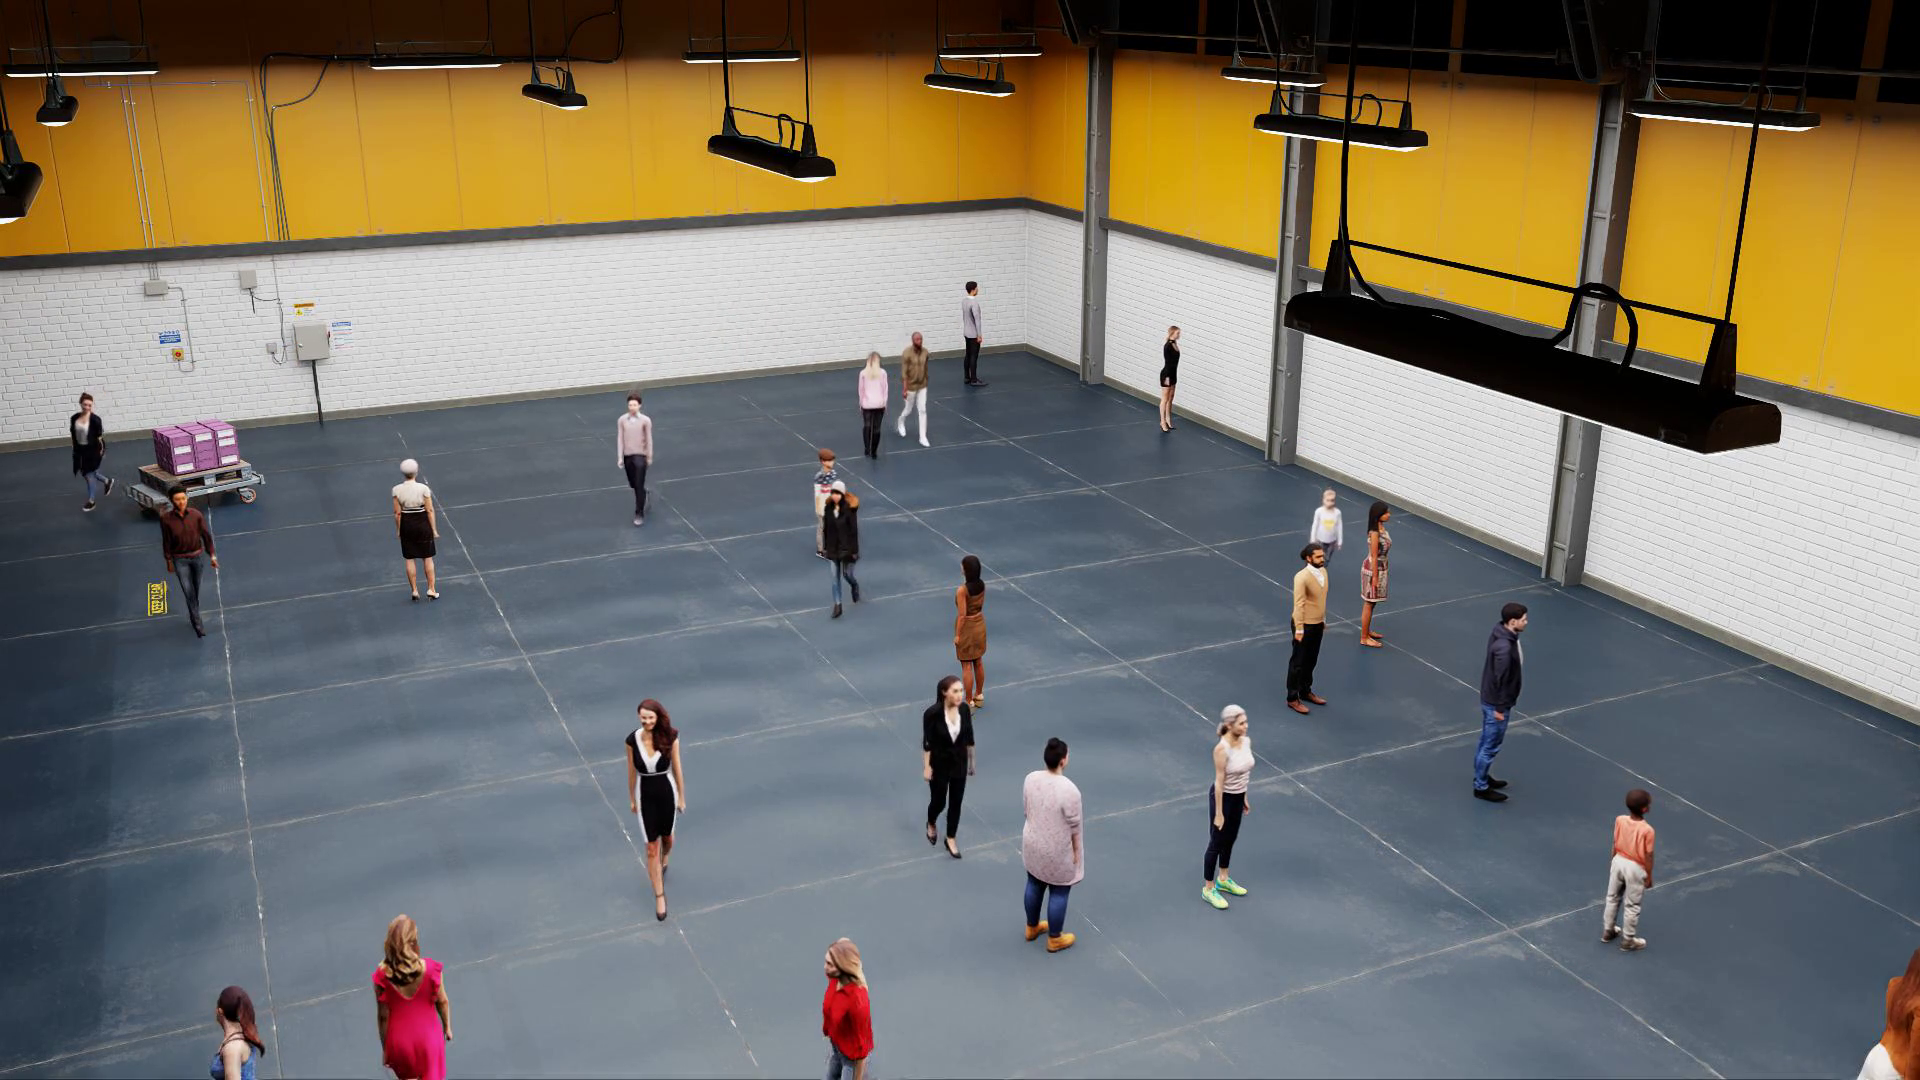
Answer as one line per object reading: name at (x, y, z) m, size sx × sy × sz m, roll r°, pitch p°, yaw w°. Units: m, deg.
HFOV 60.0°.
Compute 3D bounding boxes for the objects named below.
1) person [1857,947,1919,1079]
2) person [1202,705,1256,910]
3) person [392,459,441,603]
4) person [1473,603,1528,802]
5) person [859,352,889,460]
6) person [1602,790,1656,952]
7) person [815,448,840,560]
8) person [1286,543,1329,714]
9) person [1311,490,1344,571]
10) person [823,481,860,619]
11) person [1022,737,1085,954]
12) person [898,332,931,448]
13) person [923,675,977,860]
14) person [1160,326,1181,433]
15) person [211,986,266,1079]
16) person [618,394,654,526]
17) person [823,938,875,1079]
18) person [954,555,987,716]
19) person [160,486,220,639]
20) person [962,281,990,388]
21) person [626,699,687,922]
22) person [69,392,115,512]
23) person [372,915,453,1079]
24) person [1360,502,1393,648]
person at (5.591, 3.225, 10.071) m, size 0.797 × 1.704 × 0.696 m, roll 0°, pitch 19°, yaw 0°
person at (2.153, 2.108, 13.389) m, size 0.663 × 1.702 × 0.681 m, roll 16°, pitch 24°, yaw 39°
person at (-6.507, -0.107, 19.887) m, size 0.699 × 1.753 × 0.649 m, roll -2°, pitch 19°, yaw -5°
person at (4.864, 1.441, 15.079) m, size 0.814 × 1.887 × 0.722 m, roll 4°, pitch 19°, yaw 12°
person at (-1.338, -2.072, 25.858) m, size 0.713 × 1.667 × 0.748 m, roll 0°, pitch 19°, yaw 0°
person at (5.145, 2.521, 12.779) m, size 0.584 × 1.309 × 0.446 m, roll -13°, pitch 22°, yaw -33°
person at (-1.719, -0.490, 21.512) m, size 0.573 × 1.441 × 0.586 m, roll 17°, pitch 25°, yaw 41°
person at (3.557, 0.869, 16.988) m, size 0.717 × 1.754 × 0.737 m, roll 17°, pitch 25°, yaw 41°
person at (4.476, -0.009, 20.386) m, size 0.739 × 1.248 × 0.951 m, roll 0°, pitch 19°, yaw -1°
person at (-1.367, 0.085, 19.519) m, size 0.893 × 1.624 × 0.963 m, roll 6°, pitch 19°, yaw 17°
person at (0.685, 2.313, 12.718) m, size 0.711 × 1.743 × 0.835 m, roll 16°, pitch 24°, yaw 39°
person at (-0.762, -2.456, 26.790) m, size 0.746 × 1.800 × 1.095 m, roll -10°, pitch 21°, yaw -28°
person at (-0.138, 1.894, 14.104) m, size 0.628 × 1.651 × 0.657 m, roll -10°, pitch 21°, yaw -26°
person at (3.477, -2.684, 27.516) m, size 0.686 × 1.768 × 0.656 m, roll 11°, pitch 21°, yaw 29°
person at (-4.179, 3.403, 9.743) m, size 0.776 × 1.575 × 0.624 m, roll -6°, pitch 20°, yaw -18°
person at (-4.456, -1.149, 22.929) m, size 0.988 × 1.786 × 1.172 m, roll 2°, pitch 19°, yaw 5°
person at (-0.605, 3.177, 10.227) m, size 0.693 × 1.695 × 0.596 m, roll -10°, pitch 21°, yaw -26°
person at (0.105, 0.945, 16.862) m, size 0.662 × 1.690 × 0.638 m, roll 11°, pitch 22°, yaw 30°
person at (-8.808, 0.218, 18.956) m, size 0.849 × 1.732 × 1.211 m, roll -14°, pitch 23°, yaw -36°
person at (0.217, -3.808, 30.611) m, size 0.783 × 1.923 × 0.546 m, roll -9°, pitch 21°, yaw -25°
person at (-2.424, 2.088, 13.363) m, size 0.796 × 1.758 × 1.155 m, roll -3°, pitch 19°, yaw -9°
person at (-12.231, -1.269, 23.473) m, size 0.937 × 1.667 × 1.035 m, roll 5°, pitch 19°, yaw 14°
person at (-3.368, 3.153, 10.273) m, size 0.643 × 1.711 × 0.723 m, roll -5°, pitch 19°, yaw -14°
person at (4.649, 0.359, 18.673) m, size 0.774 × 1.645 × 0.702 m, roll 6°, pitch 19°, yaw 17°
